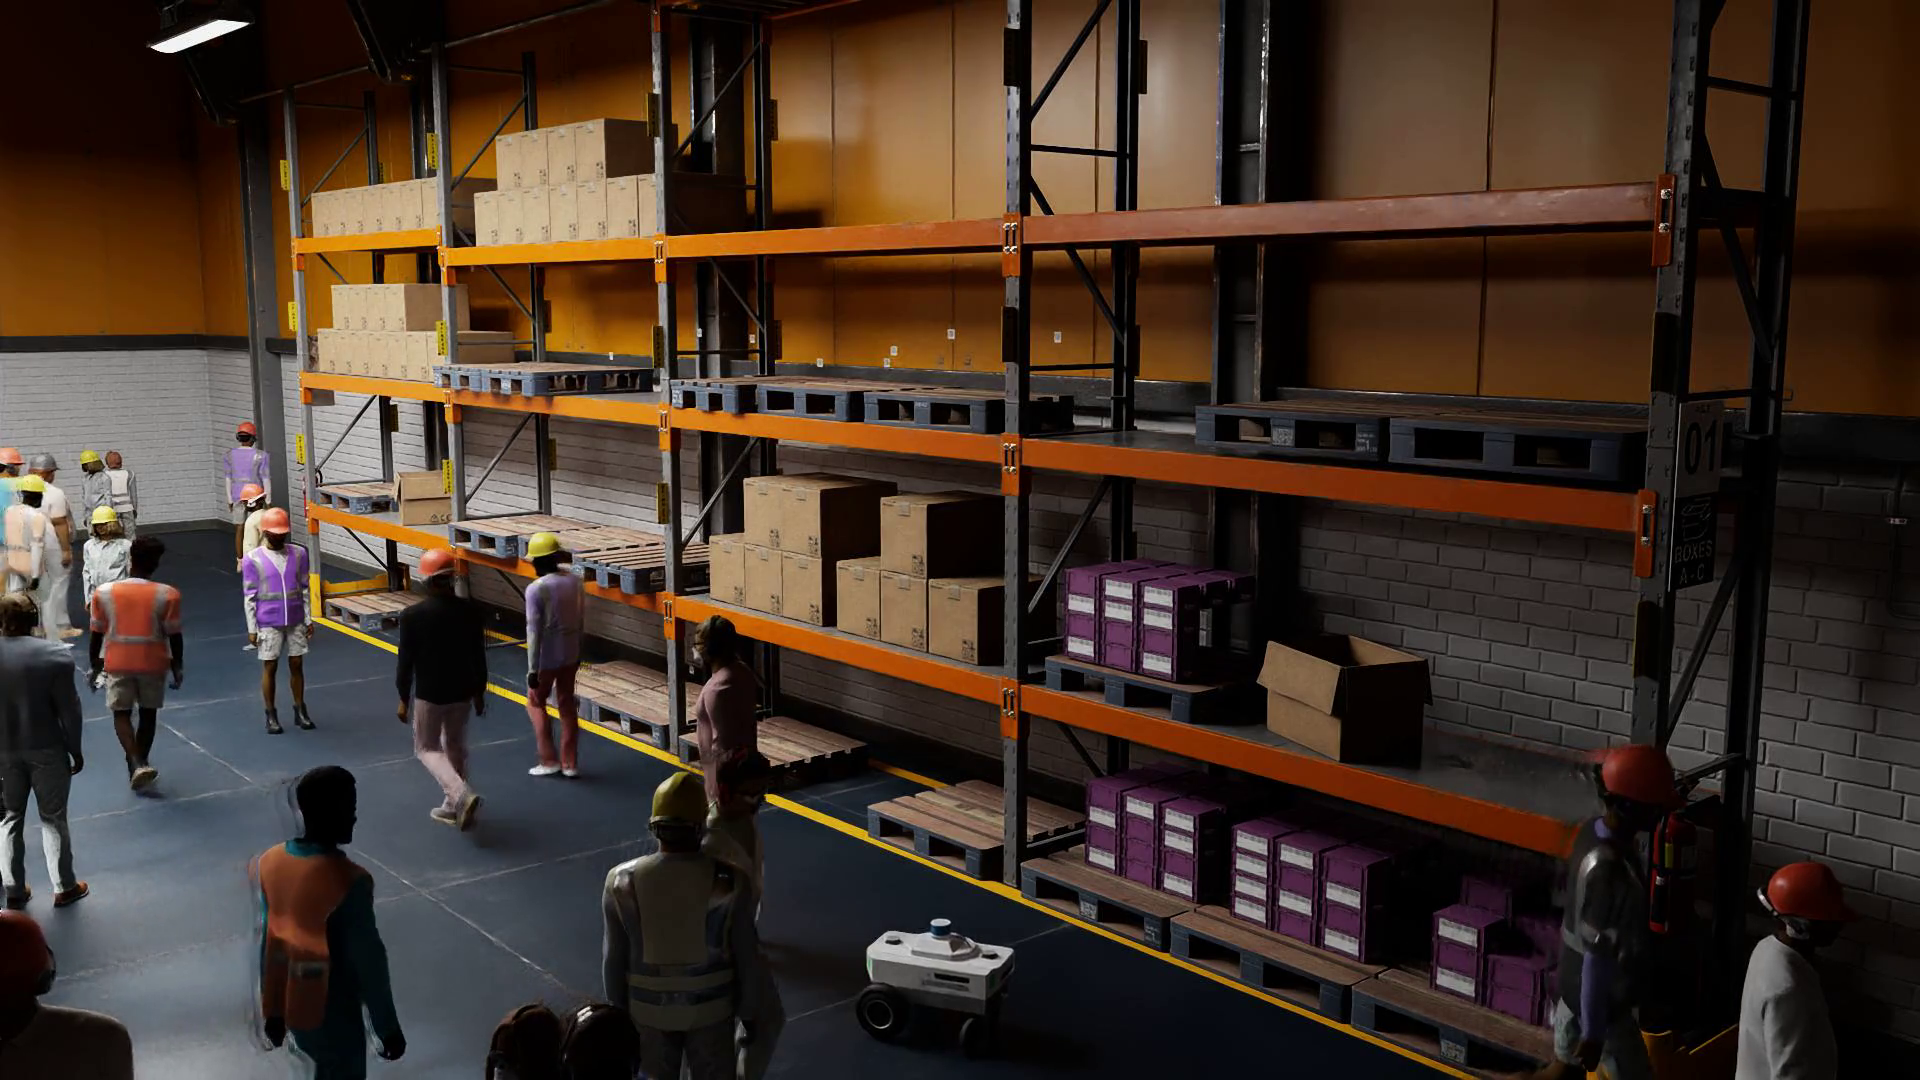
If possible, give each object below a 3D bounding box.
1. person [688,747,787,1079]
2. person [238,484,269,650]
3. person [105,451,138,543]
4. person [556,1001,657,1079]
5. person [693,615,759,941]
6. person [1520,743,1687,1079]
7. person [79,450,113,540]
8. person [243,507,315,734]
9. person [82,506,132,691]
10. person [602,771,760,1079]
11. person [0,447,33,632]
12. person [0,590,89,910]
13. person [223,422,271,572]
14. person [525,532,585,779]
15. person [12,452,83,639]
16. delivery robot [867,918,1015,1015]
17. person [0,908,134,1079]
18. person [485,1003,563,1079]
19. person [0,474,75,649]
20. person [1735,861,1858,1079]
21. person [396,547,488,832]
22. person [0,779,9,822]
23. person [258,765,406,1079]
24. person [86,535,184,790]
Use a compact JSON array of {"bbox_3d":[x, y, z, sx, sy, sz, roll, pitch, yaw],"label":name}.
[{"bbox_3d":[-0.959,1.742,7.025,0.564,1.809,0.604,2,8,15],"label":"person"},{"bbox_3d":[-7.365,0.278,17.462,0.350,1.739,0.574,0,8,-1],"label":"person"},{"bbox_3d":[-11.289,-0.370,22.298,0.515,1.641,0.315,-8,11,-44],"label":"person"},{"bbox_3d":[-0.995,2.112,4.507,0.625,1.810,0.787,-3,9,-22],"label":"person"},{"bbox_3d":[-1.288,1.367,9.202,0.353,1.936,0.635,0,8,3],"label":"person"},{"bbox_3d":[2.409,1.732,6.467,0.960,2.008,0.653,2,8,15],"label":"person"},{"bbox_3d":[-11.182,-0.304,21.536,0.494,1.730,0.324,3,9,21],"label":"person"},{"bbox_3d":[-5.732,0.677,14.048,0.549,1.927,0.393,-7,11,-41],"label":"person"},{"bbox_3d":[-7.951,0.548,15.562,0.484,1.745,0.297,-1,8,-4],"label":"person"},{"bbox_3d":[-1.080,1.808,6.499,0.599,1.830,0.403,0,8,-2],"label":"person"},{"bbox_3d":[-10.470,-0.003,18.367,0.610,2.040,0.394,1,8,7],"label":"person"},{"bbox_3d":[-5.578,1.259,9.955,0.631,1.939,0.372,-2,8,-12],"label":"person"},{"bbox_3d":[-9.552,-0.572,22.371,0.601,2.035,0.410,-1,8,-4],"label":"person"},{"bbox_3d":[-3.124,0.880,12.675,0.489,1.910,0.627,5,10,33],"label":"person"},{"bbox_3d":[-9.848,0.047,18.022,0.684,2.000,0.536,3,9,22],"label":"person"},{"bbox_3d":[-0.094,2.137,8.304,0.707,0.478,0.477,3,9,20],"label":"delivery robot"},{"bbox_3d":[-2.641,1.990,4.718,0.627,1.985,0.409,-3,9,-21],"label":"person"},{"bbox_3d":[-1.233,2.141,4.862,0.273,1.635,0.507,-5,10,-32],"label":"person"},{"bbox_3d":[-9.616,0.274,17.016,0.625,1.888,0.903,4,9,23],"label":"person"},{"bbox_3d":[2.857,1.955,5.742,0.334,1.753,0.562,3,9,22],"label":"person"},{"bbox_3d":[-3.495,1.038,11.364,0.667,1.974,0.622,7,11,42],"label":"person"},{"bbox_3d":[-5.535,1.423,9.123,0.650,1.844,0.546,6,10,36],"label":"person"},{"bbox_3d":[-2.411,1.796,6.345,0.588,1.903,0.447,7,11,39],"label":"person"},{"bbox_3d":[-6.112,0.930,12.329,0.681,1.918,0.634,-3,9,-19],"label":"person"}]
